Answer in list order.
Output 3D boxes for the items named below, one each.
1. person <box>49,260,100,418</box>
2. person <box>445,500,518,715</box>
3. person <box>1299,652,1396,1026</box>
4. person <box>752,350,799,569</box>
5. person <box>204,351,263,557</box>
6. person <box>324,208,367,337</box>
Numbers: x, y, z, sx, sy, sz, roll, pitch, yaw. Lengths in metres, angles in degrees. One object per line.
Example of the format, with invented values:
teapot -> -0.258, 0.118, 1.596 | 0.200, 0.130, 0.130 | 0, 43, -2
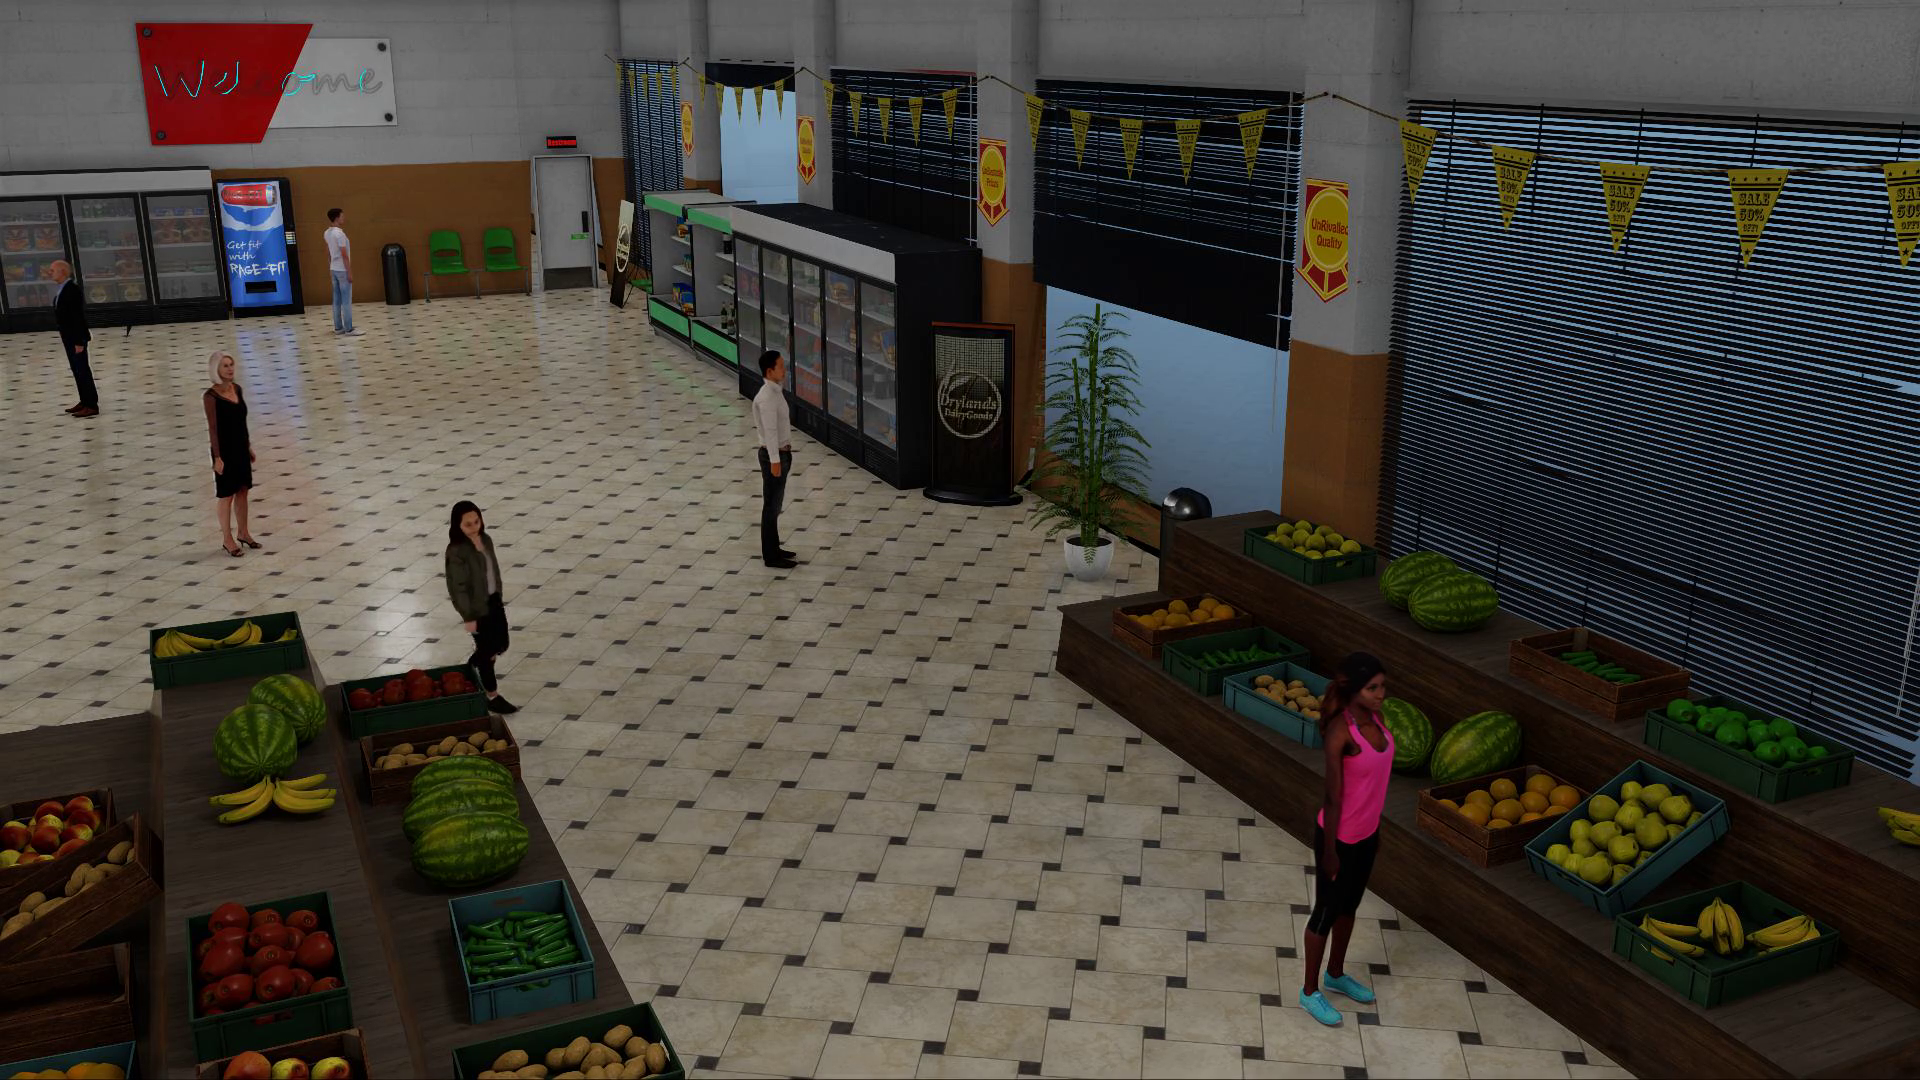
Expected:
person -> -10.277, -2.346, 19.296 | 0.810, 1.798, 0.609 | -14, 22, -39
person -> -3.147, 0.441, 10.711 | 0.874, 1.455, 0.815 | 5, 18, 15
person -> 1.725, 1.302, 7.412 | 0.628, 1.723, 0.633 | -15, 22, -40
person -> -1.550, -0.681, 13.791 | 0.796, 1.811, 0.637 | -1, 17, -3
person -> -6.184, -0.743, 14.107 | 0.730, 1.746, 0.655 | 5, 18, 16
person -> -9.114, -3.941, 24.460 | 0.629, 1.851, 0.784 | 14, 22, 39
